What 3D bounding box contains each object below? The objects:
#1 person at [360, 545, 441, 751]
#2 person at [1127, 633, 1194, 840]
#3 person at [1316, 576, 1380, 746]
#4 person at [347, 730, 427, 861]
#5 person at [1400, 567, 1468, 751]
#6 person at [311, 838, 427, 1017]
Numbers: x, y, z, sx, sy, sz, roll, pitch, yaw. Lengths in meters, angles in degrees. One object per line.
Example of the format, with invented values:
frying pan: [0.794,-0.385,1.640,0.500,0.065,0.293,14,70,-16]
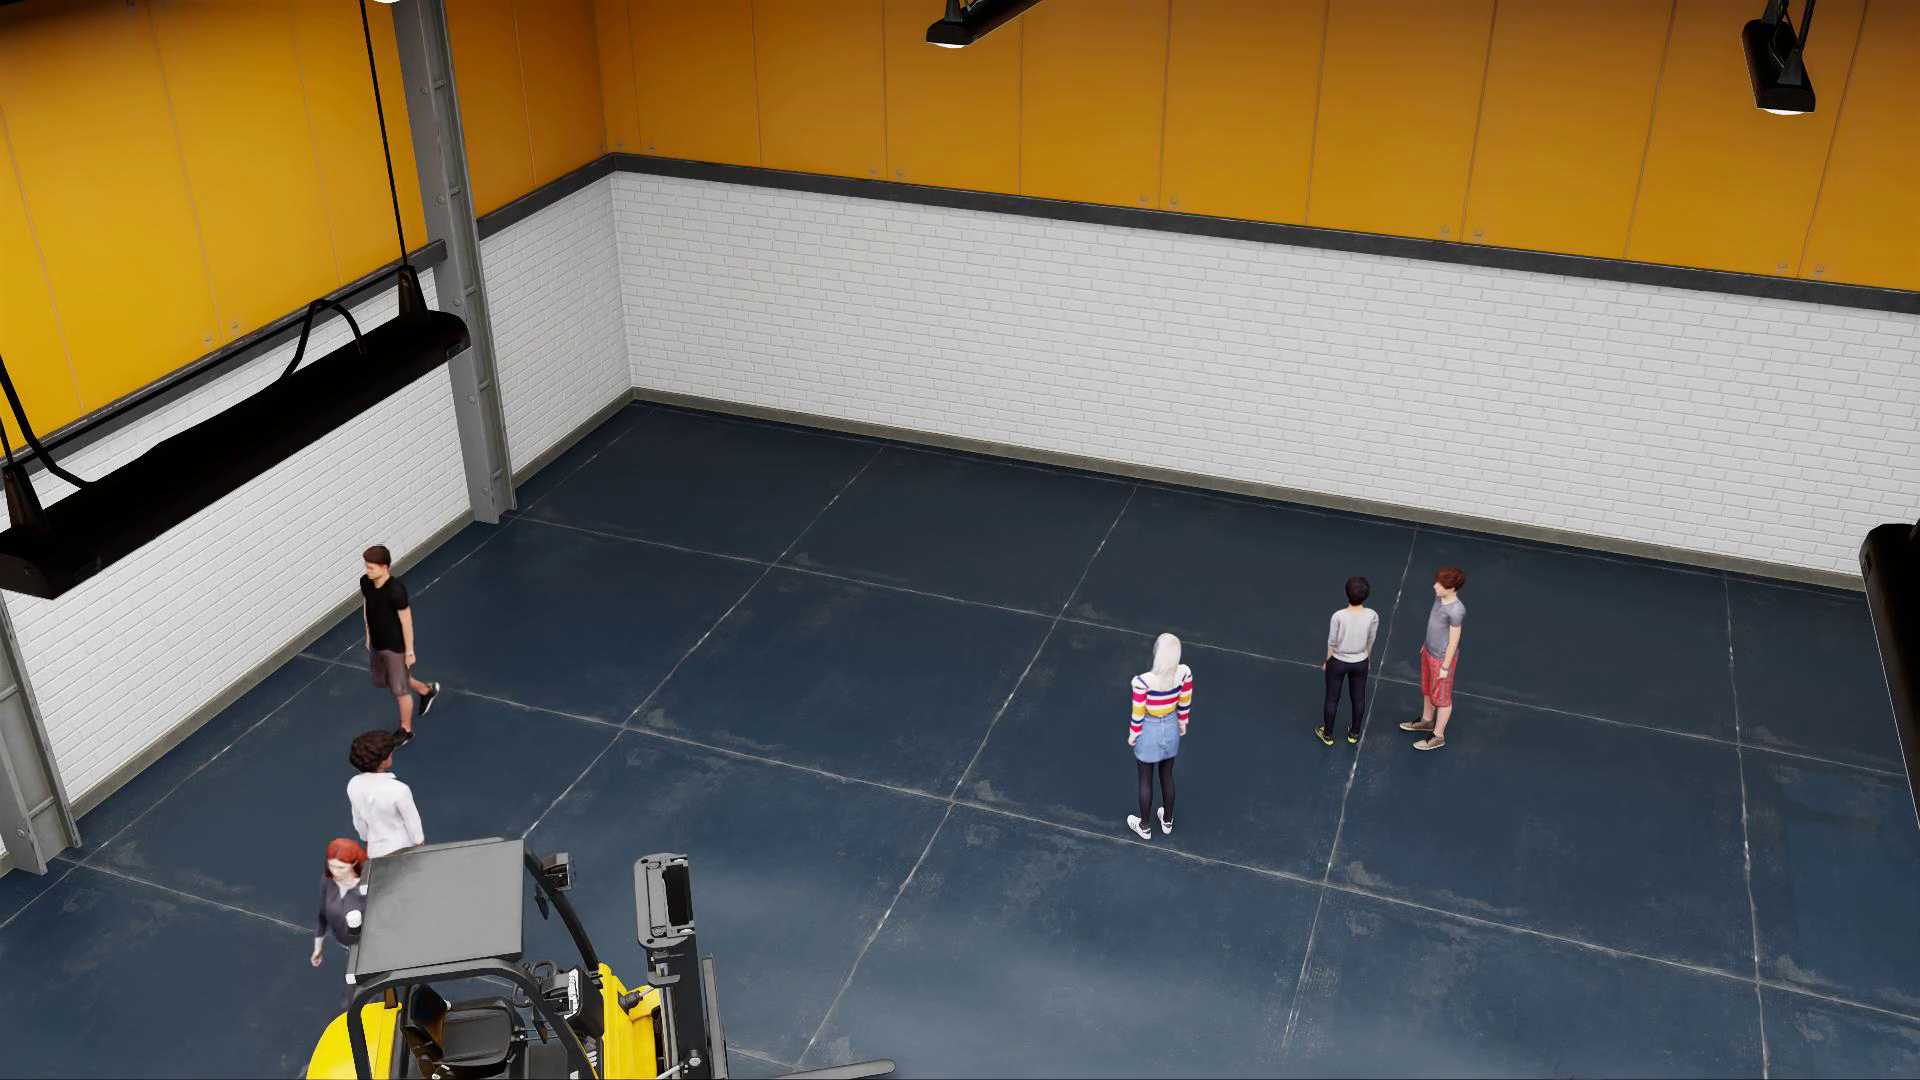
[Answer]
person: [-4.633,0.819,13.757,0.824,1.852,0.997,17,33,29]
person: [1.504,1.471,12.609,0.718,1.806,0.749,-10,30,-17]
person: [3.208,0.995,13.747,0.615,1.553,0.602,-2,29,-4]
person: [-3.908,2.101,11.451,0.650,1.808,0.589,6,29,12]
person: [3.971,0.951,13.725,0.722,1.651,0.616,-4,29,-8]
person: [-3.772,2.574,10.678,0.774,1.719,1.265,16,33,27]
